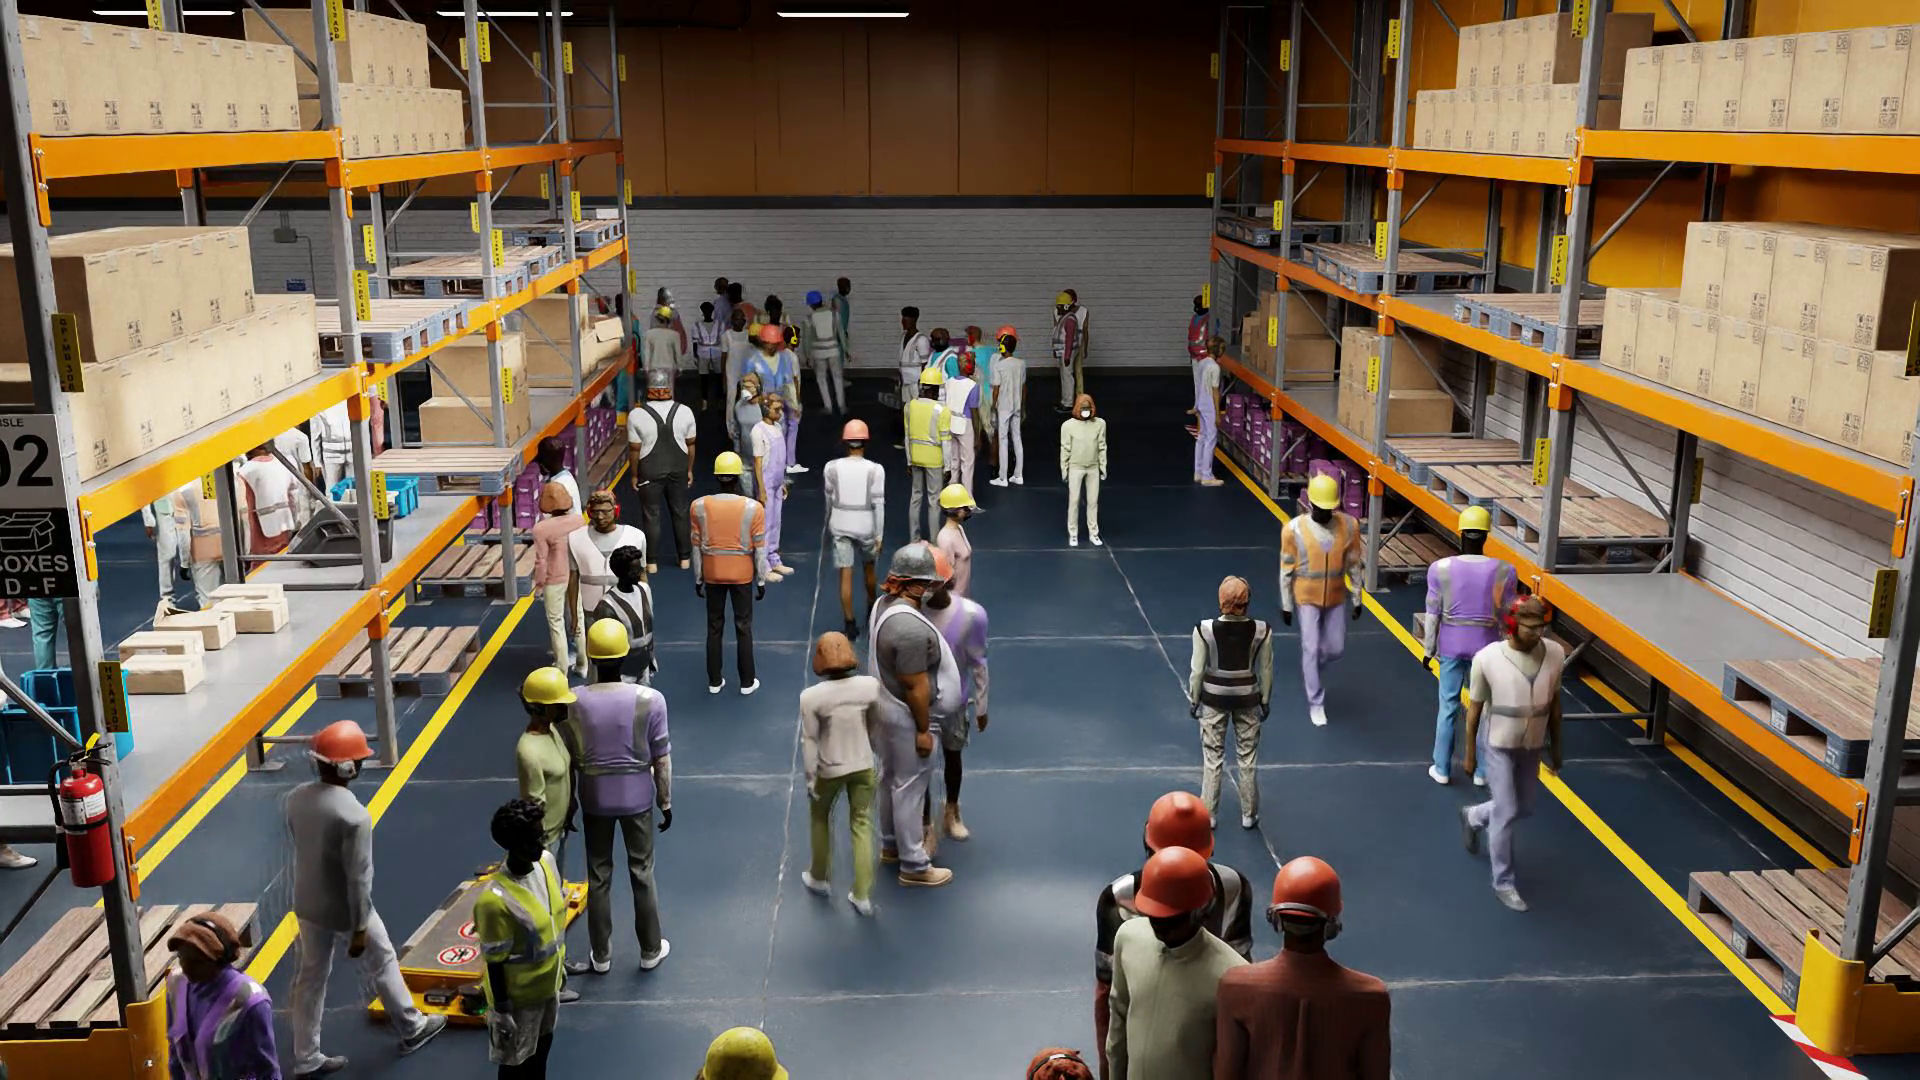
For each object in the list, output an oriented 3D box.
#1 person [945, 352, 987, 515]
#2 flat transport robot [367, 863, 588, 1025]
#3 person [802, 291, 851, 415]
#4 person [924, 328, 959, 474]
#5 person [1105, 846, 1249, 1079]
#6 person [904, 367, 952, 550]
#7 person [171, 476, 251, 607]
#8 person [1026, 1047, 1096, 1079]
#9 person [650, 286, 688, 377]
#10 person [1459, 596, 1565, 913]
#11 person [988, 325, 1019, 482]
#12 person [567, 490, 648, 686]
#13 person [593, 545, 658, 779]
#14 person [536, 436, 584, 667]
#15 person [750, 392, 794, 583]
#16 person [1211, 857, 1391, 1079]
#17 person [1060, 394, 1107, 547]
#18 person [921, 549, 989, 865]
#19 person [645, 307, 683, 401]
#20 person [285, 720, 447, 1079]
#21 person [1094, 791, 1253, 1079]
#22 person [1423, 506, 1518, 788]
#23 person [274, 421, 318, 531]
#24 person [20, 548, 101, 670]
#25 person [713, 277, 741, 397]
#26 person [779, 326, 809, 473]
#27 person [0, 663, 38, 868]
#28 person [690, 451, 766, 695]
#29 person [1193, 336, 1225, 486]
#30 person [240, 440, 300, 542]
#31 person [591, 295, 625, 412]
[{"bbox_3d":[0.026,-1.205,18.834,0.393,1.846,0.564,-10,18,-35],"label":"person"},{"bbox_3d":[-2.530,2.128,8.894,0.652,0.197,1.431,2,14,7],"label":"flat transport robot"},{"bbox_3d":[-2.025,-2.805,25.045,0.712,1.882,0.415,-4,15,-15],"label":"person"},{"bbox_3d":[-0.236,-1.764,21.042,0.430,1.845,0.624,-7,16,-26],"label":"person"},{"bbox_3d":[0.758,2.009,5.944,0.616,1.986,0.407,13,19,42],"label":"person"},{"bbox_3d":[-0.314,-0.827,17.219,0.583,1.918,0.400,10,17,34],"label":"person"},{"bbox_3d":[-6.078,0.100,13.552,0.590,1.926,0.388,-14,20,-43],"label":"person"},{"bbox_3d":[0.291,2.350,4.822,0.575,1.880,0.359,0,14,-1],"label":"person"},{"bbox_3d":[-4.332,-2.867,24.973,0.537,2.000,0.861,2,14,7],"label":"person"},{"bbox_3d":[3.144,1.163,9.600,0.568,1.821,0.723,-4,15,-16],"label":"person"},{"bbox_3d":[0.552,-1.684,20.558,0.388,1.929,0.544,-5,15,-20],"label":"person"},{"bbox_3d":[-2.539,0.522,12.056,0.570,1.843,0.372,-2,14,-9],"label":"person"},{"bbox_3d":[-2.227,0.843,11.114,0.325,1.687,0.531,7,16,25],"label":"person"},{"bbox_3d":[-3.230,0.088,13.617,0.371,1.916,0.597,-5,15,-19],"label":"person"},{"bbox_3d":[-1.834,-0.522,16.157,0.345,1.846,0.508,5,15,17],"label":"person"},{"bbox_3d":[1.174,2.049,5.787,0.610,1.985,0.392,2,14,9],"label":"person"},{"bbox_3d":[1.296,-0.733,17.432,0.504,1.623,0.296,-4,15,-14],"label":"person"},{"bbox_3d":[-0.137,0.979,10.005,0.622,1.965,0.897,0,14,0],"label":"person"},{"bbox_3d":[-4.300,-2.515,24.173,0.542,1.746,0.360,2,14,6],"label":"person"},{"bbox_3d":[-2.867,1.667,7.815,0.581,1.717,0.752,8,16,29],"label":"person"},{"bbox_3d":[0.815,1.895,6.318,0.611,2.029,0.409,-3,15,-11],"label":"person"},{"bbox_3d":[3.397,0.721,11.135,0.584,1.918,0.383,3,15,12],"label":"person"},{"bbox_3d":[-6.271,-0.440,15.792,0.535,1.868,0.309,10,17,33],"label":"person"},{"bbox_3d":[-6.927,0.311,12.767,0.655,1.905,0.407,0,14,-1],"label":"person"},{"bbox_3d":[-3.747,-3.253,26.710,0.386,1.931,0.629,7,16,25],"label":"person"},{"bbox_3d":[-2.140,-1.780,21.070,0.326,1.863,0.512,-8,16,-28],"label":"person"},{"bbox_3d":[-5.749,1.096,9.683,0.406,1.910,0.639,1,14,6],"label":"person"},{"bbox_3d":[-1.792,0.263,12.941,0.581,1.919,0.397,0,14,0],"label":"person"},{"bbox_3d":[3.047,-1.578,20.322,0.339,1.838,0.516,-4,15,-14],"label":"person"},{"bbox_3d":[-6.056,-0.161,14.591,0.545,1.928,0.401,2,14,10],"label":"person"},{"bbox_3d":[-5.343,-2.738,24.877,0.576,1.842,0.996,7,16,25],"label":"person"}]
